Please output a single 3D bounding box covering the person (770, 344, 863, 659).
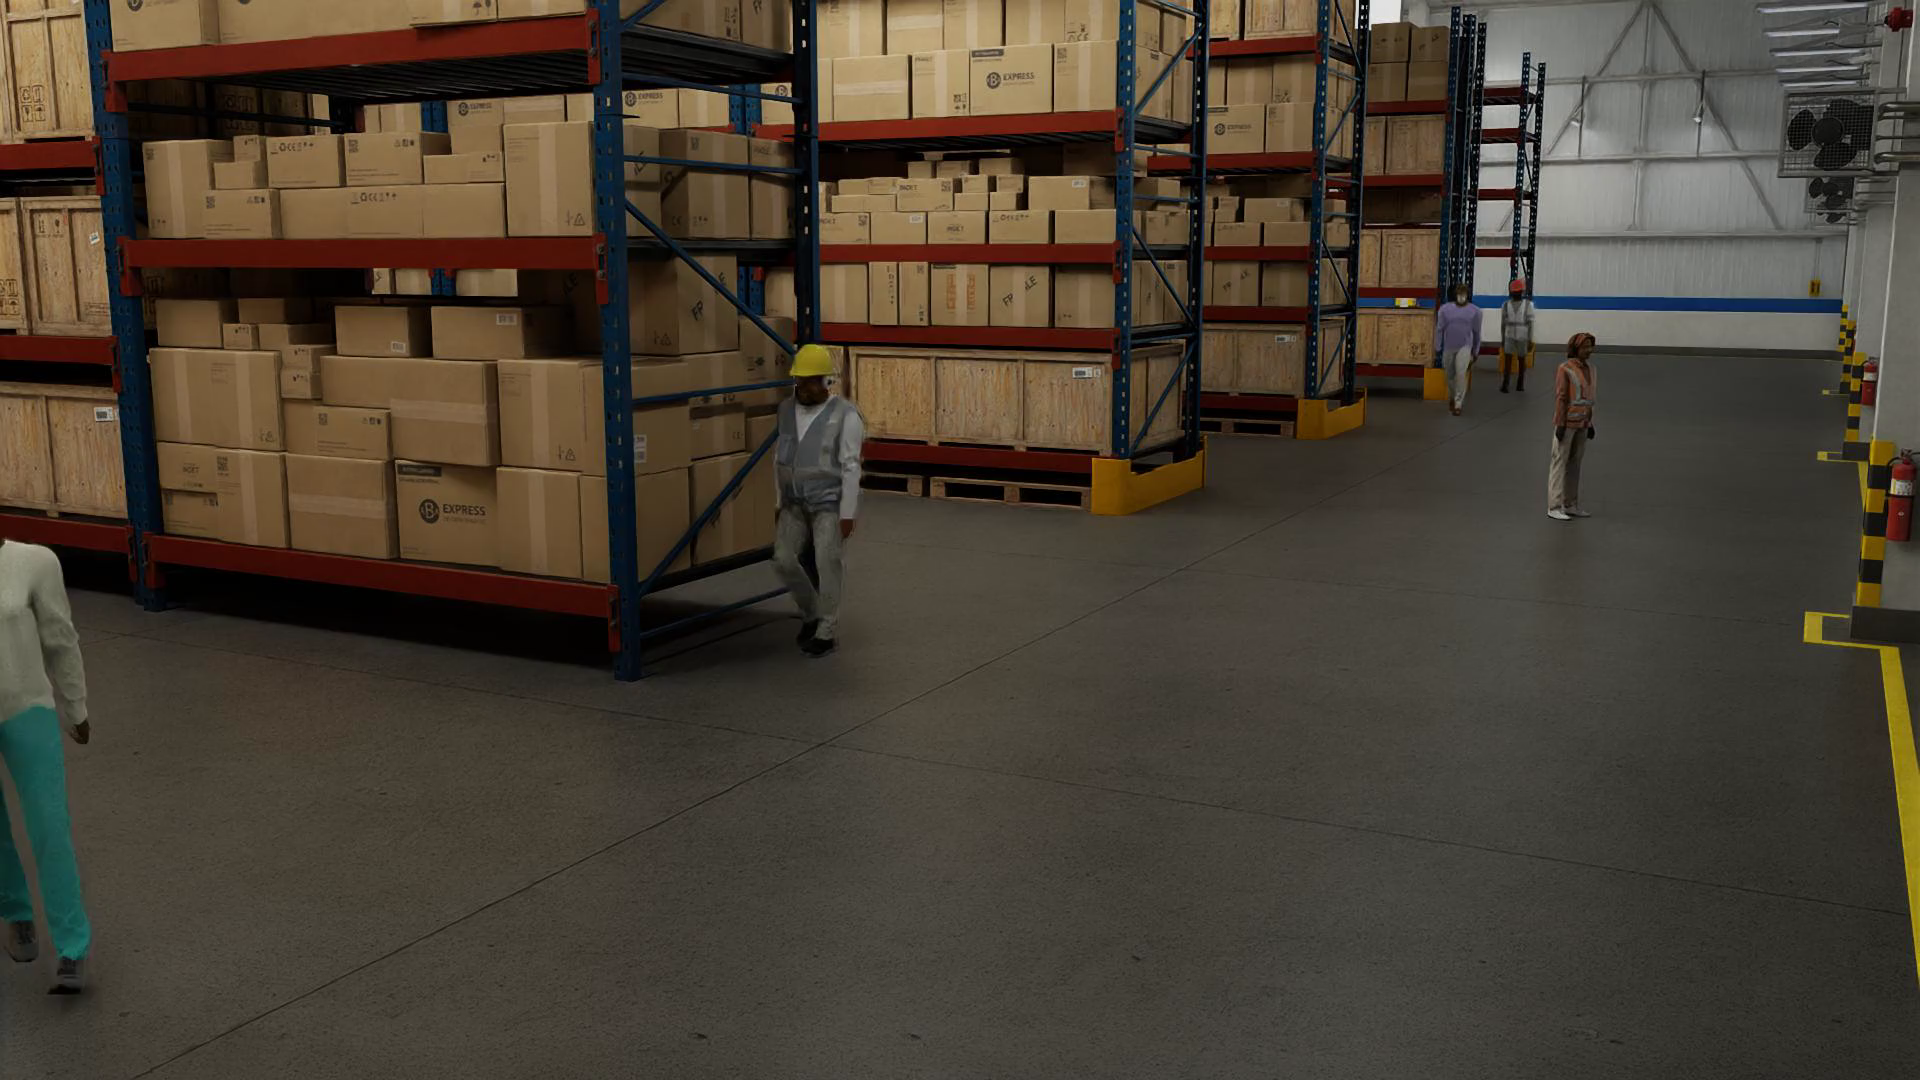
[{"bbox_3d":[-0.839,-0.218,9.574,0.621,1.817,0.429,6,11,31],"label":"person"}]

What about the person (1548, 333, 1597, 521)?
[{"bbox_3d":[5.392,-0.998,14.610,0.515,1.641,0.315,-7,12,-35],"label":"person"}]

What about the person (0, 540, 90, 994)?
[{"bbox_3d":[-3.034,0.592,5.218,0.548,1.708,0.863,-6,11,-29],"label":"person"}]

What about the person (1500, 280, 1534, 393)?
[{"bbox_3d":[9.308,-3.399,27.815,0.563,1.894,0.986,5,11,28],"label":"person"}]

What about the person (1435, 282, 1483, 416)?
[{"bbox_3d":[7.236,-2.774,24.121,0.637,1.914,0.807,5,11,27],"label":"person"}]
